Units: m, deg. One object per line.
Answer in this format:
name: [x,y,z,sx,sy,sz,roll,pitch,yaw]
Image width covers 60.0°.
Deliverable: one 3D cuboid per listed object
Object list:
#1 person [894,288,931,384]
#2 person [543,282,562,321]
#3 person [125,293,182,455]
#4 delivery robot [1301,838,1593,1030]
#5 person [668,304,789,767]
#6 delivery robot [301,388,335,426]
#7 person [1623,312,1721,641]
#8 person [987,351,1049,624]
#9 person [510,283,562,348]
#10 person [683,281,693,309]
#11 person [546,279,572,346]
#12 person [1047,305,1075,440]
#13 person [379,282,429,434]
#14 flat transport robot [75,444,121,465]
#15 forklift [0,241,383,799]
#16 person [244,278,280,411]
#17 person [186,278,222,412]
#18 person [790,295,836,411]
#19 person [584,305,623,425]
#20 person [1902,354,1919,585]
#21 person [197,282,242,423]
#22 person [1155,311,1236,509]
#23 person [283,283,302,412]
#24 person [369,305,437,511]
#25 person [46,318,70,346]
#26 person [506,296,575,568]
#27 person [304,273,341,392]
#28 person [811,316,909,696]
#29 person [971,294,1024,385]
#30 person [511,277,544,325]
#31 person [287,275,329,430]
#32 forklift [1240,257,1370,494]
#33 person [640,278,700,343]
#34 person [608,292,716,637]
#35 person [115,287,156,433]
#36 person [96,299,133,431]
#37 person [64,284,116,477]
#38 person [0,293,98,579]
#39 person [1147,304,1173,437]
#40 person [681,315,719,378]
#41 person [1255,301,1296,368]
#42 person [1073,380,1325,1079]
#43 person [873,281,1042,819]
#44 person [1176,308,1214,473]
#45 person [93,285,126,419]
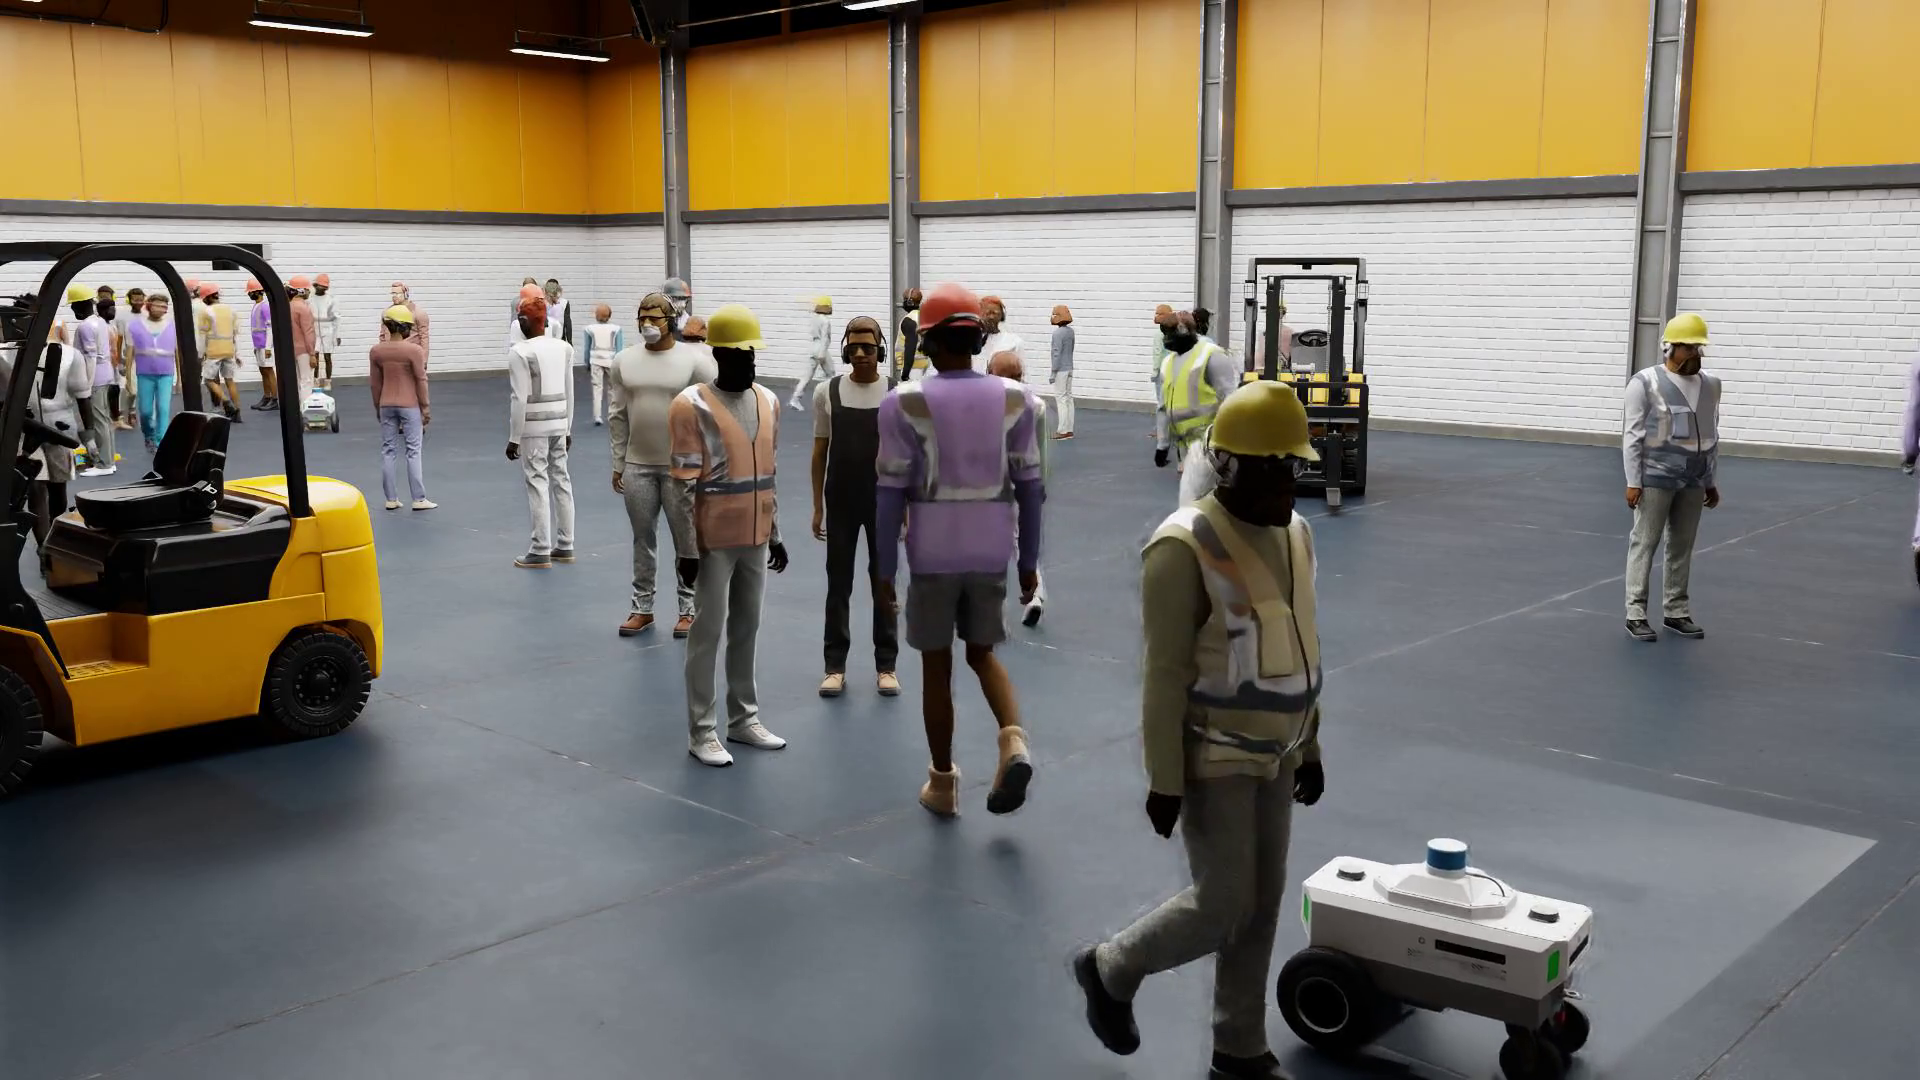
person: [-0.558,-2.043,19.647,0.429,1.842,0.633,3,10,17]
person: [-5.291,-2.354,21.374,0.509,1.898,0.713,-2,10,-14]
person: [-8.766,-1.778,18.094,0.619,1.813,0.634,-6,11,-30]
delivery robot: [1.283,1.037,4.410,0.707,0.478,0.477,6,11,34]
person: [-0.948,-0.025,7.011,0.383,1.924,0.594,7,12,37]
delivery robot: [-8.144,-1.686,21.109,0.477,0.478,0.707,-3,10,-15]
person: [3.993,-0.352,9.307,0.586,1.834,0.403,-2,10,-13]
person: [0.295,-0.316,9.809,0.522,1.600,0.825,-2,10,-13]
person: [-4.345,-1.666,17.098,0.553,1.922,0.480,-7,11,-35]
person: [-3.206,-1.993,19.050,0.368,1.933,0.553,-8,12,-42]
person: [-6.499,-3.216,26.623,0.587,1.914,0.392,0,9,2]
person: [1.230,-2.033,20.219,0.279,1.634,0.499,5,10,27]
person: [-6.938,-2.249,20.714,0.651,1.907,0.409,2,9,12]
flat transport robot: [-9.377,-0.844,17.096,0.652,0.197,1.431,1,9,8]
forklift: [-3.706,-0.171,7.093,1.214,2.155,2.313,9,13,43]
person: [-10.225,-2.855,24.347,0.376,1.933,0.544,-8,12,-39]
person: [-10.798,-2.752,23.674,0.634,1.955,0.937,-2,10,-15]
person: [-2.097,-2.738,24.357,0.934,1.692,0.487,-7,12,-37]
person: [-4.761,-2.337,22.198,0.530,1.596,0.851,0,9,-3]
person: [6.310,-0.570,10.506,0.658,1.889,0.692,7,12,37]
person: [-9.831,-2.475,22.145,0.574,1.898,0.583,5,10,27]
person: [1.561,-0.659,11.354,0.748,1.790,0.696,-4,10,-23]
person: [-9.433,-2.688,23.517,0.319,1.870,0.521,2,10,13]
person: [-4.789,-1.127,14.284,0.523,1.761,0.328,2,10,13]
person: [-12.647,-2.502,23.133,0.520,1.651,0.336,-3,10,-19]
person: [-2.912,-0.745,11.553,0.355,1.887,0.574,5,11,30]
person: [-10.699,-3.474,27.933,0.623,1.993,0.655,-2,9,-10]
person: [-0.469,-0.157,8.072,0.506,1.847,0.344,0,9,-2]
person: [0.231,-1.082,13.670,0.601,1.873,0.614,1,9,4]
person: [-6.815,-3.198,26.448,0.627,1.935,0.372,-2,9,-13]
person: [-8.454,-2.405,21.398,0.609,1.995,0.378,8,12,42]
forklift: [3.309,-1.629,16.029,1.214,2.155,2.313,2,9,11]
person: [-2.954,-1.726,17.097,0.694,2.000,1.022,-8,12,-41]
person: [-1.681,-0.416,9.379,0.628,1.940,0.373,2,9,10]
person: [-10.427,-2.285,21.130,0.543,1.848,0.644,-7,11,-36]
person: [-10.850,-2.226,21.204,0.377,1.691,0.568,0,9,-1]
person: [-8.693,-1.595,16.649,0.370,1.924,0.586,-3,10,-16]
person: [-6.298,-0.736,11.429,0.620,1.918,1.008,-6,11,-33]
person: [2.500,-2.085,20.533,0.282,1.636,0.500,5,11,29]
person: [-2.505,-1.313,15.808,0.507,1.631,0.266,2,9,10]
person: [3.469,-1.756,18.146,0.636,1.761,0.447,-6,11,-35]
person: [0.637,0.502,4.152,0.537,1.810,0.592,8,12,41]
person: [0.007,0.064,6.164,0.632,2.027,0.639,-3,10,-20]
person: [2.376,-1.494,16.813,0.428,1.670,0.558,-6,11,-32]
person: [-11.722,-2.572,22.862,0.589,1.855,0.529,-2,9,-9]
